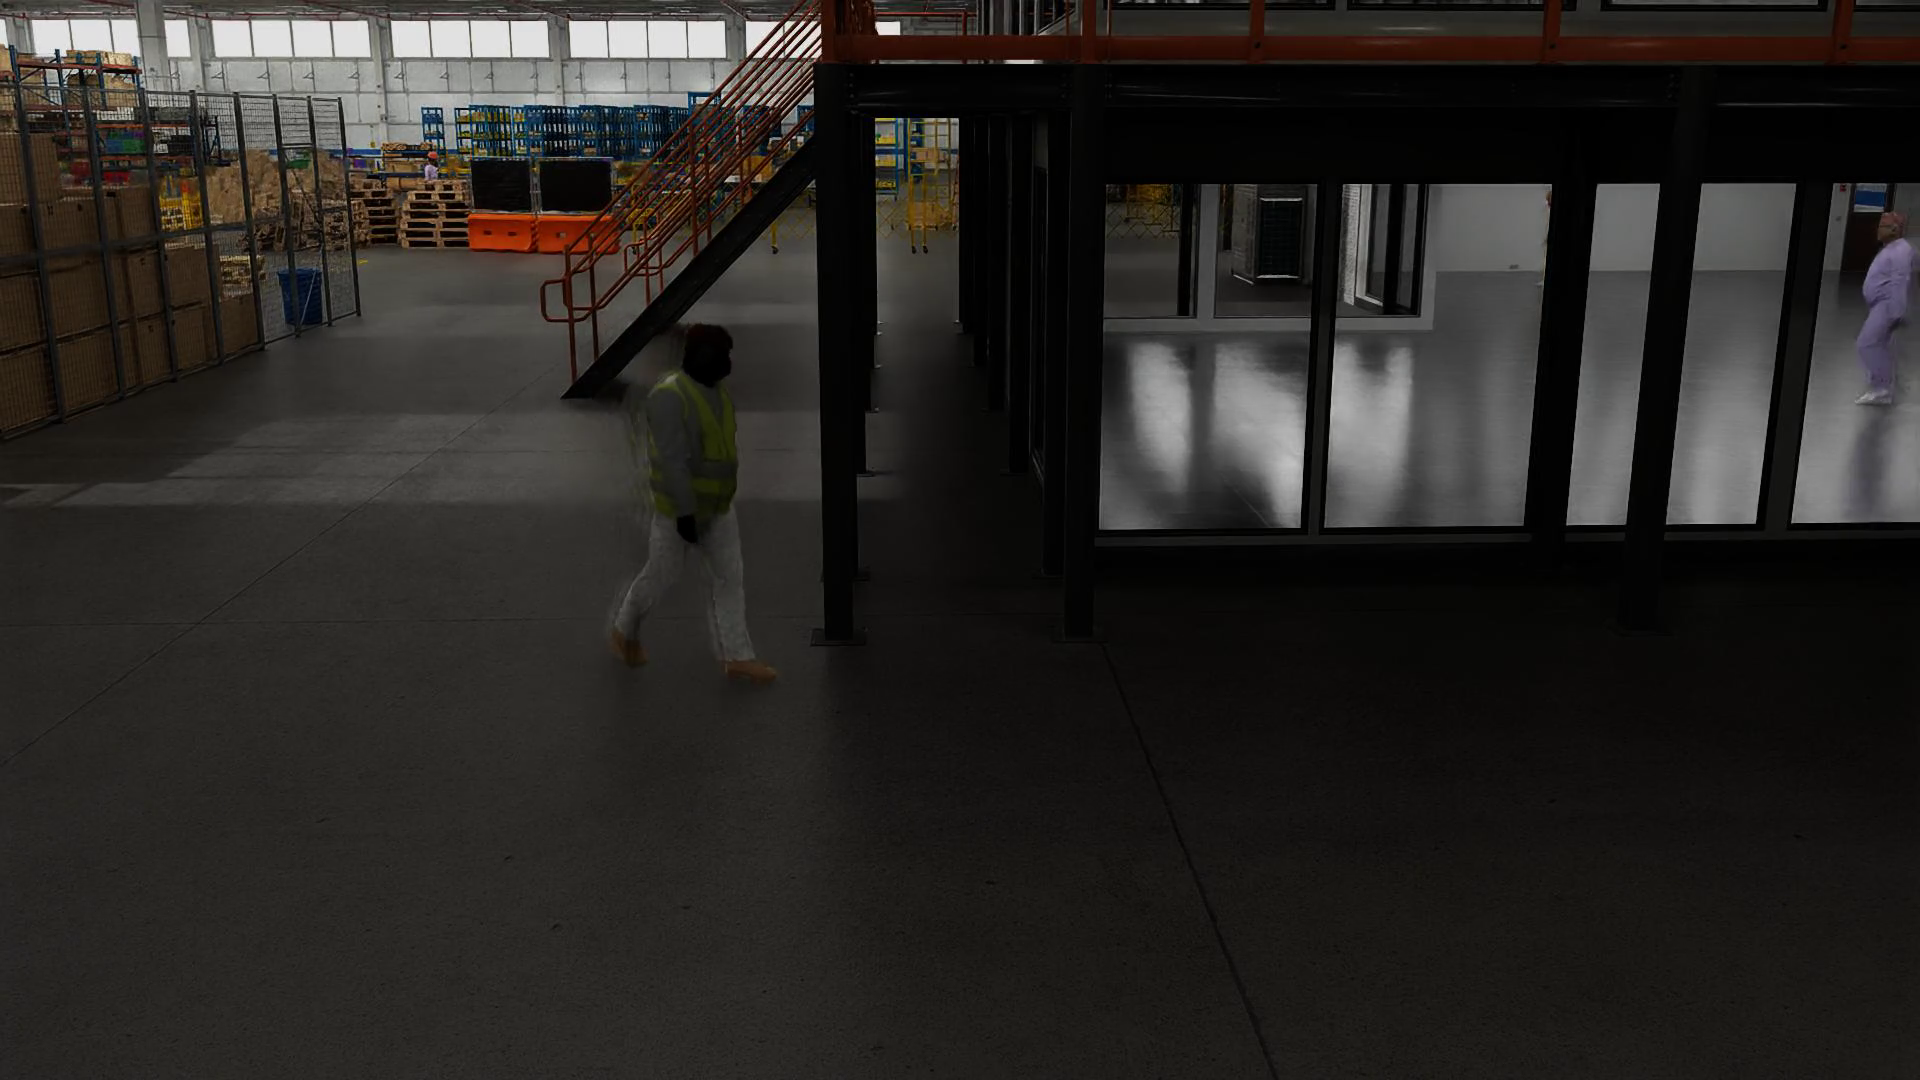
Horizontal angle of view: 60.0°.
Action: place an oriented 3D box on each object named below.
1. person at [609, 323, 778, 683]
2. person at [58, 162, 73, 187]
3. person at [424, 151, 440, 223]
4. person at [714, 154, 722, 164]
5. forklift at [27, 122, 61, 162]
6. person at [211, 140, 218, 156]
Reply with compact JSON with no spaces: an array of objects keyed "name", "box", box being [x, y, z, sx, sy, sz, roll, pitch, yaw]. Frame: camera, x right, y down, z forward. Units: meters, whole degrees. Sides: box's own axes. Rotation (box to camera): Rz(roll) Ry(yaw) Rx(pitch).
[{"name":"person","box":[-1.377,-0.195,8.344,0.953,1.788,0.638,8,16,29]},{"name":"person","box":[-23.950,-9.215,44.443,0.561,1.746,0.514,1,14,5]},{"name":"person","box":[-13.882,-9.215,43.899,0.409,2.031,0.609,-10,17,-35]},{"name":"person","box":[-11.063,-17.200,76.223,0.433,1.817,0.622,1,14,6]},{"name":"forklift","box":[-35.376,-14.773,64.377,1.129,2.768,1.873,-1,14,-2]},{"name":"person","box":[-38.331,-19.623,85.665,0.616,1.940,0.402,7,15,24]}]
